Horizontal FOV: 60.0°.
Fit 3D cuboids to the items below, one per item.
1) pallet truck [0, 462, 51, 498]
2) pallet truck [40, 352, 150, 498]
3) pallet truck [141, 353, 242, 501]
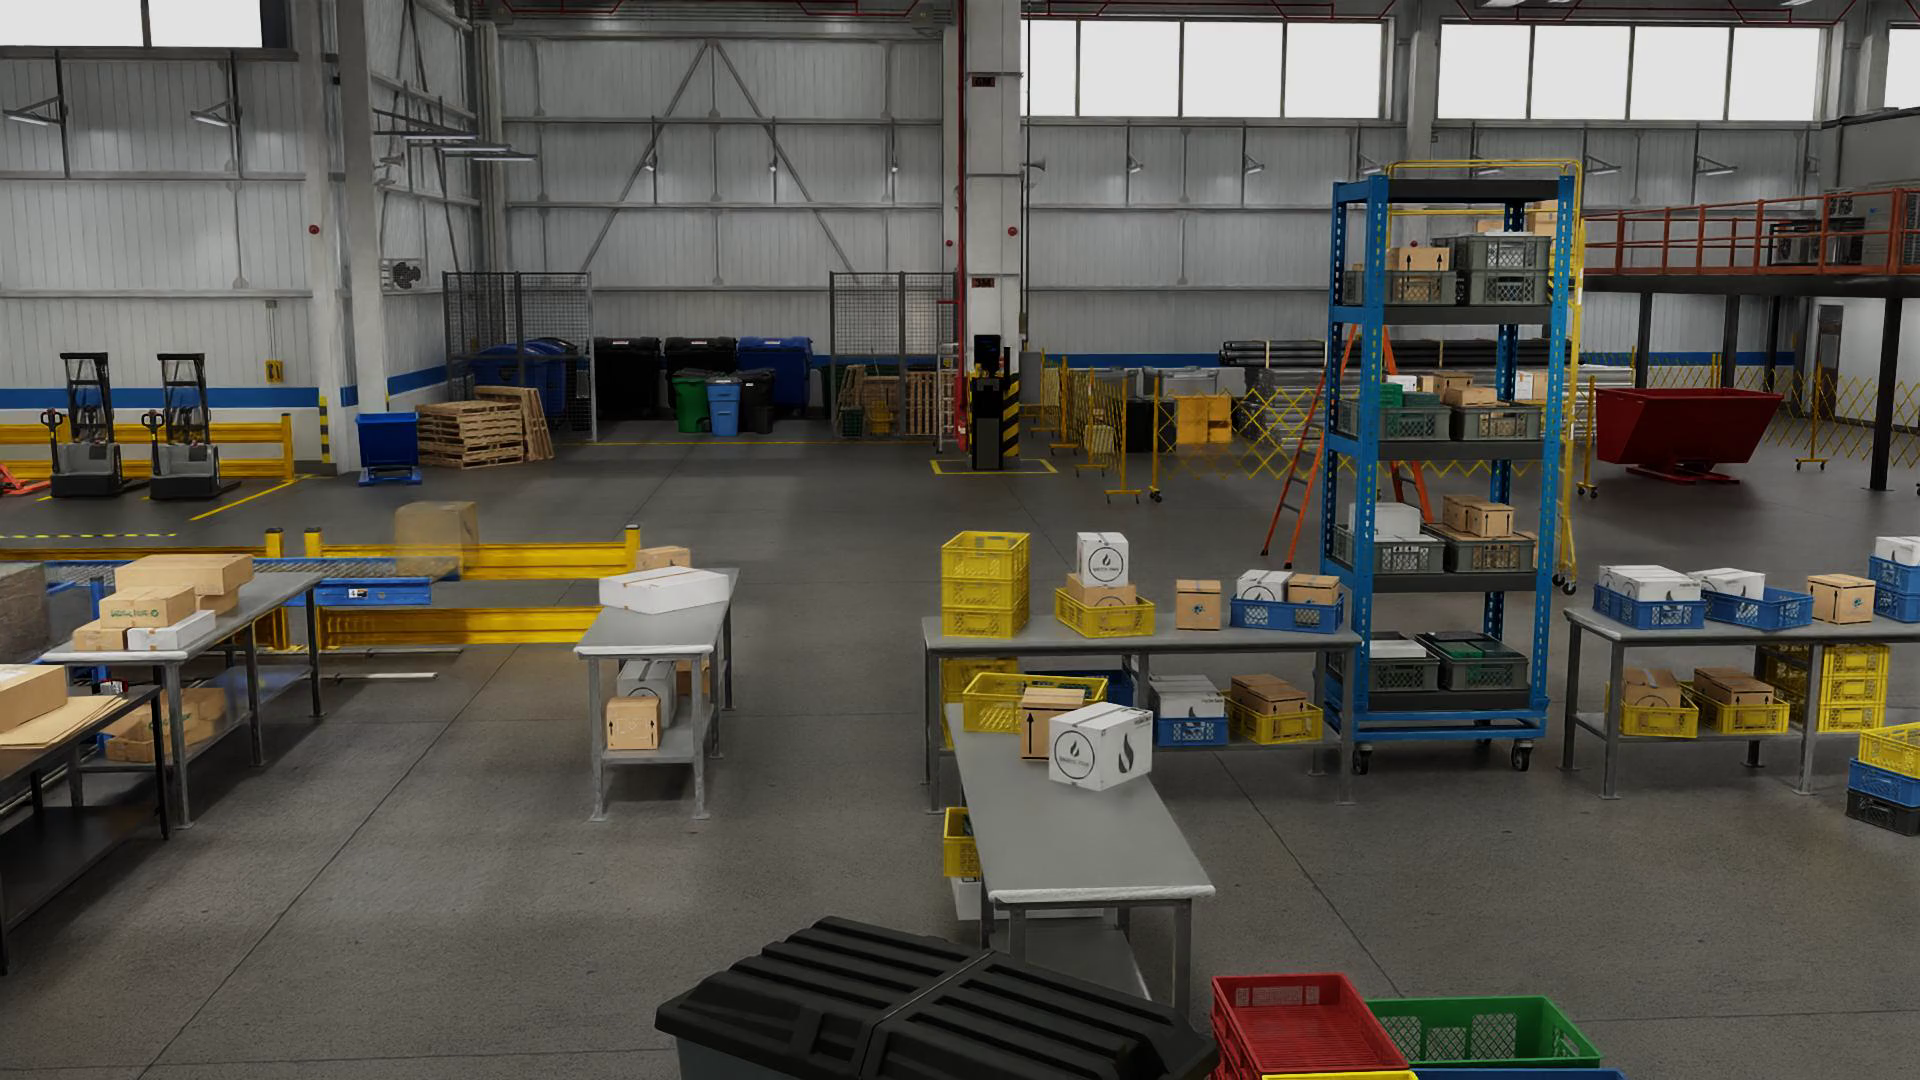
[{"bbox_3d":[-13.193,-1.293,23.148,0.653,1.274,1.630,-1,9,-4],"label":"pallet truck"},{"bbox_3d":[-11.907,-1.642,23.165,0.823,1.965,1.885,0,9,0],"label":"pallet truck"},{"bbox_3d":[-10.520,-1.604,22.925,0.823,1.965,1.885,-1,9,-6],"label":"pallet truck"}]
